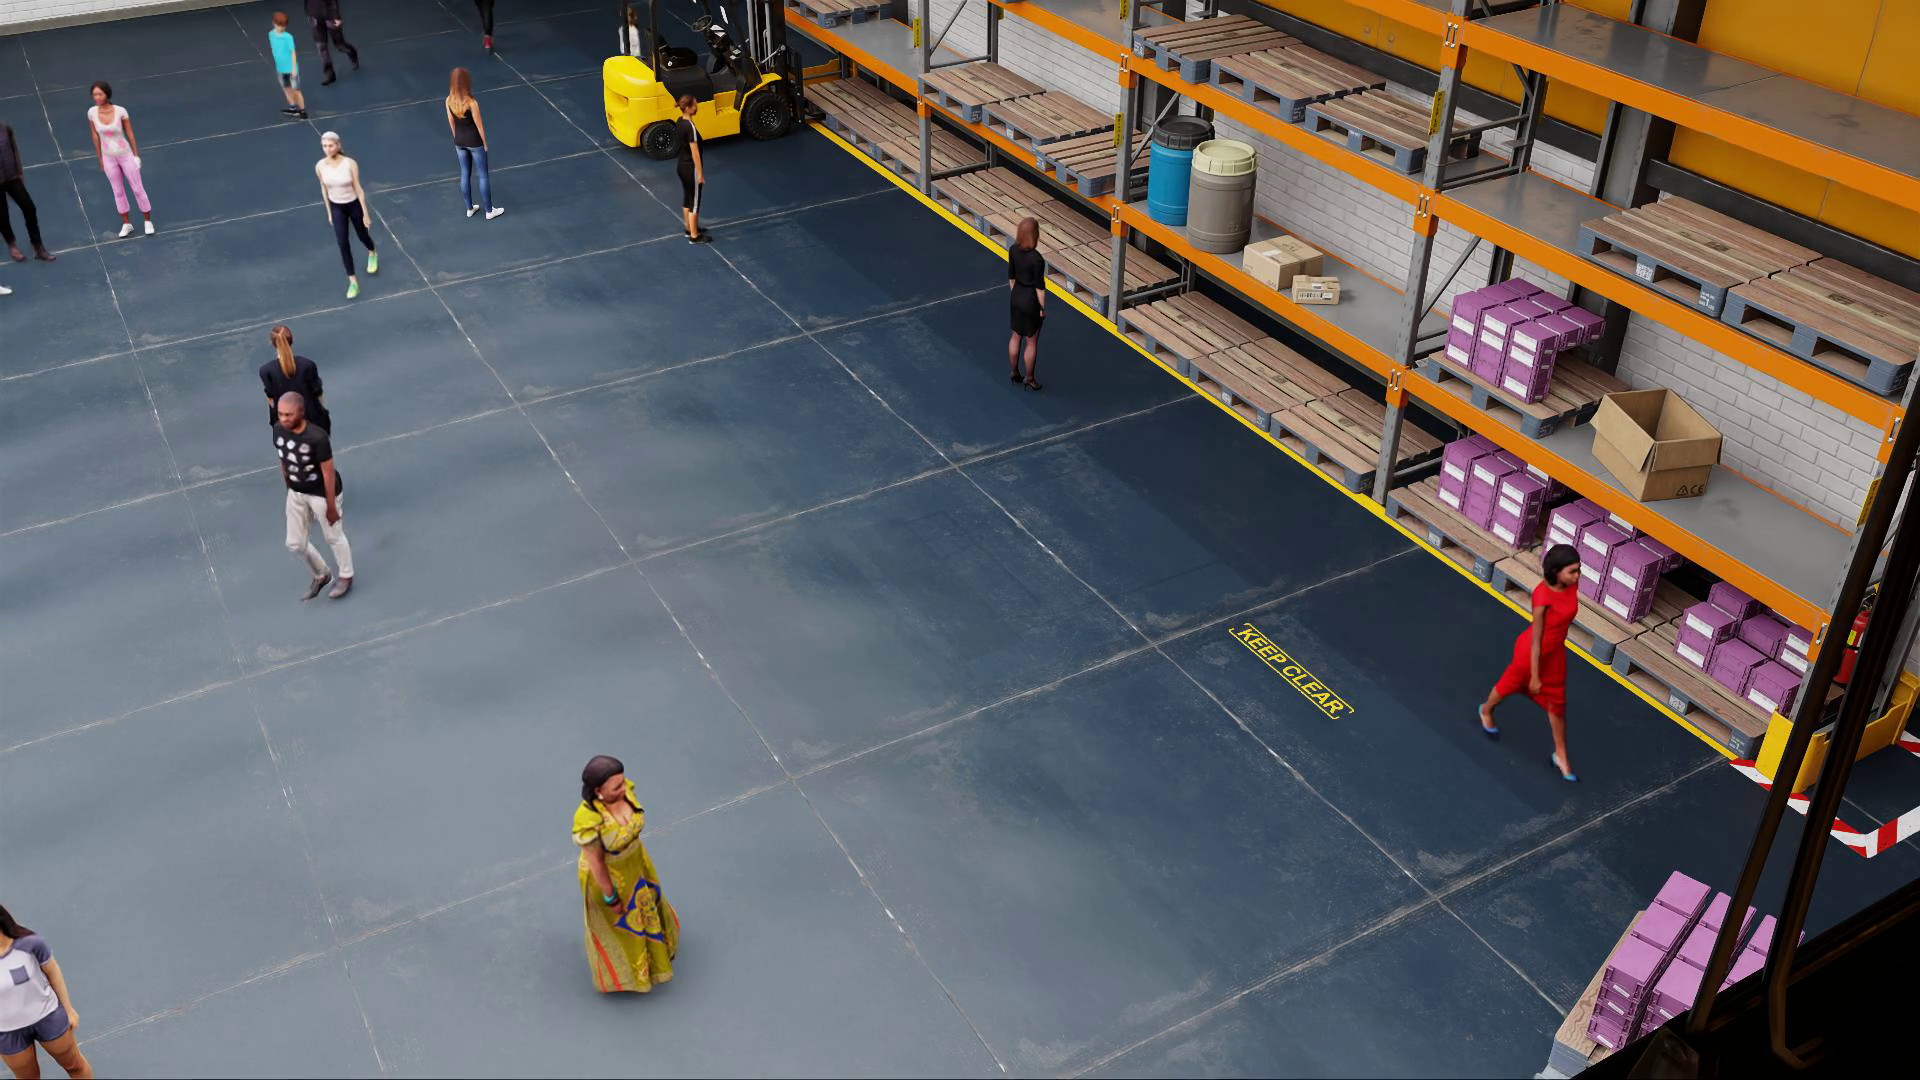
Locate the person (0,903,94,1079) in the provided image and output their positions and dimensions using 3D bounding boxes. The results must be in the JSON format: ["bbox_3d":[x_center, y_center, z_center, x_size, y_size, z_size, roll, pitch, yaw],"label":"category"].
[{"bbox_3d":[-4.732,2.441,8.448,0.588,1.733,0.487,-16,37,-23],"label":"person"}]

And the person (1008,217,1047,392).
[{"bbox_3d":[0.616,-2.189,15.438,0.686,1.706,0.499,-26,42,-34],"label":"person"}]

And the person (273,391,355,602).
[{"bbox_3d":[-4.840,-0.378,12.640,0.816,1.788,0.883,11,35,16],"label":"person"}]

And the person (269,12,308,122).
[{"bbox_3d":[-8.810,-6.212,21.741,0.699,1.428,0.822,21,39,29],"label":"person"}]

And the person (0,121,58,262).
[{"bbox_3d":[-10.345,-3.864,17.866,1.052,1.809,0.945,24,40,31],"label":"person"}]

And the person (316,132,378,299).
[{"bbox_3d":[-6.365,-3.456,17.382,0.969,1.664,1.231,-2,34,-3],"label":"person"}]

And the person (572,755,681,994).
[{"bbox_3d":[-1.968,1.869,9.377,1.019,1.657,0.985,12,35,17],"label":"person"}]

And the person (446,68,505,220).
[{"bbox_3d":[-5.575,-4.509,18.914,0.654,1.723,0.727,11,35,16],"label":"person"}]

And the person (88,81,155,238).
[{"bbox_3d":[-9.347,-4.241,18.495,0.637,1.740,0.613,-6,34,-9],"label":"person"}]

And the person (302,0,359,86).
[{"bbox_3d":[-8.723,-7.252,22.958,1.080,1.815,1.177,5,34,8],"label":"person"}]

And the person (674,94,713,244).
[{"bbox_3d":[-2.987,-4.104,18.354,0.645,1.668,0.463,-16,37,-23],"label":"person"}]

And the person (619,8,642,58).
[{"bbox_3d":[-4.349,-6.465,22.233,0.742,1.306,0.725,19,38,26],"label":"person"}]

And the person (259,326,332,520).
[{"bbox_3d":[-5.410,-0.981,13.634,0.689,1.691,0.750,-12,35,-17],"label":"person"}]

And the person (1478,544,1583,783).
[{"bbox_3d":[3.764,0.744,11.039,0.635,1.692,1.109,-20,39,-28],"label":"person"}]
